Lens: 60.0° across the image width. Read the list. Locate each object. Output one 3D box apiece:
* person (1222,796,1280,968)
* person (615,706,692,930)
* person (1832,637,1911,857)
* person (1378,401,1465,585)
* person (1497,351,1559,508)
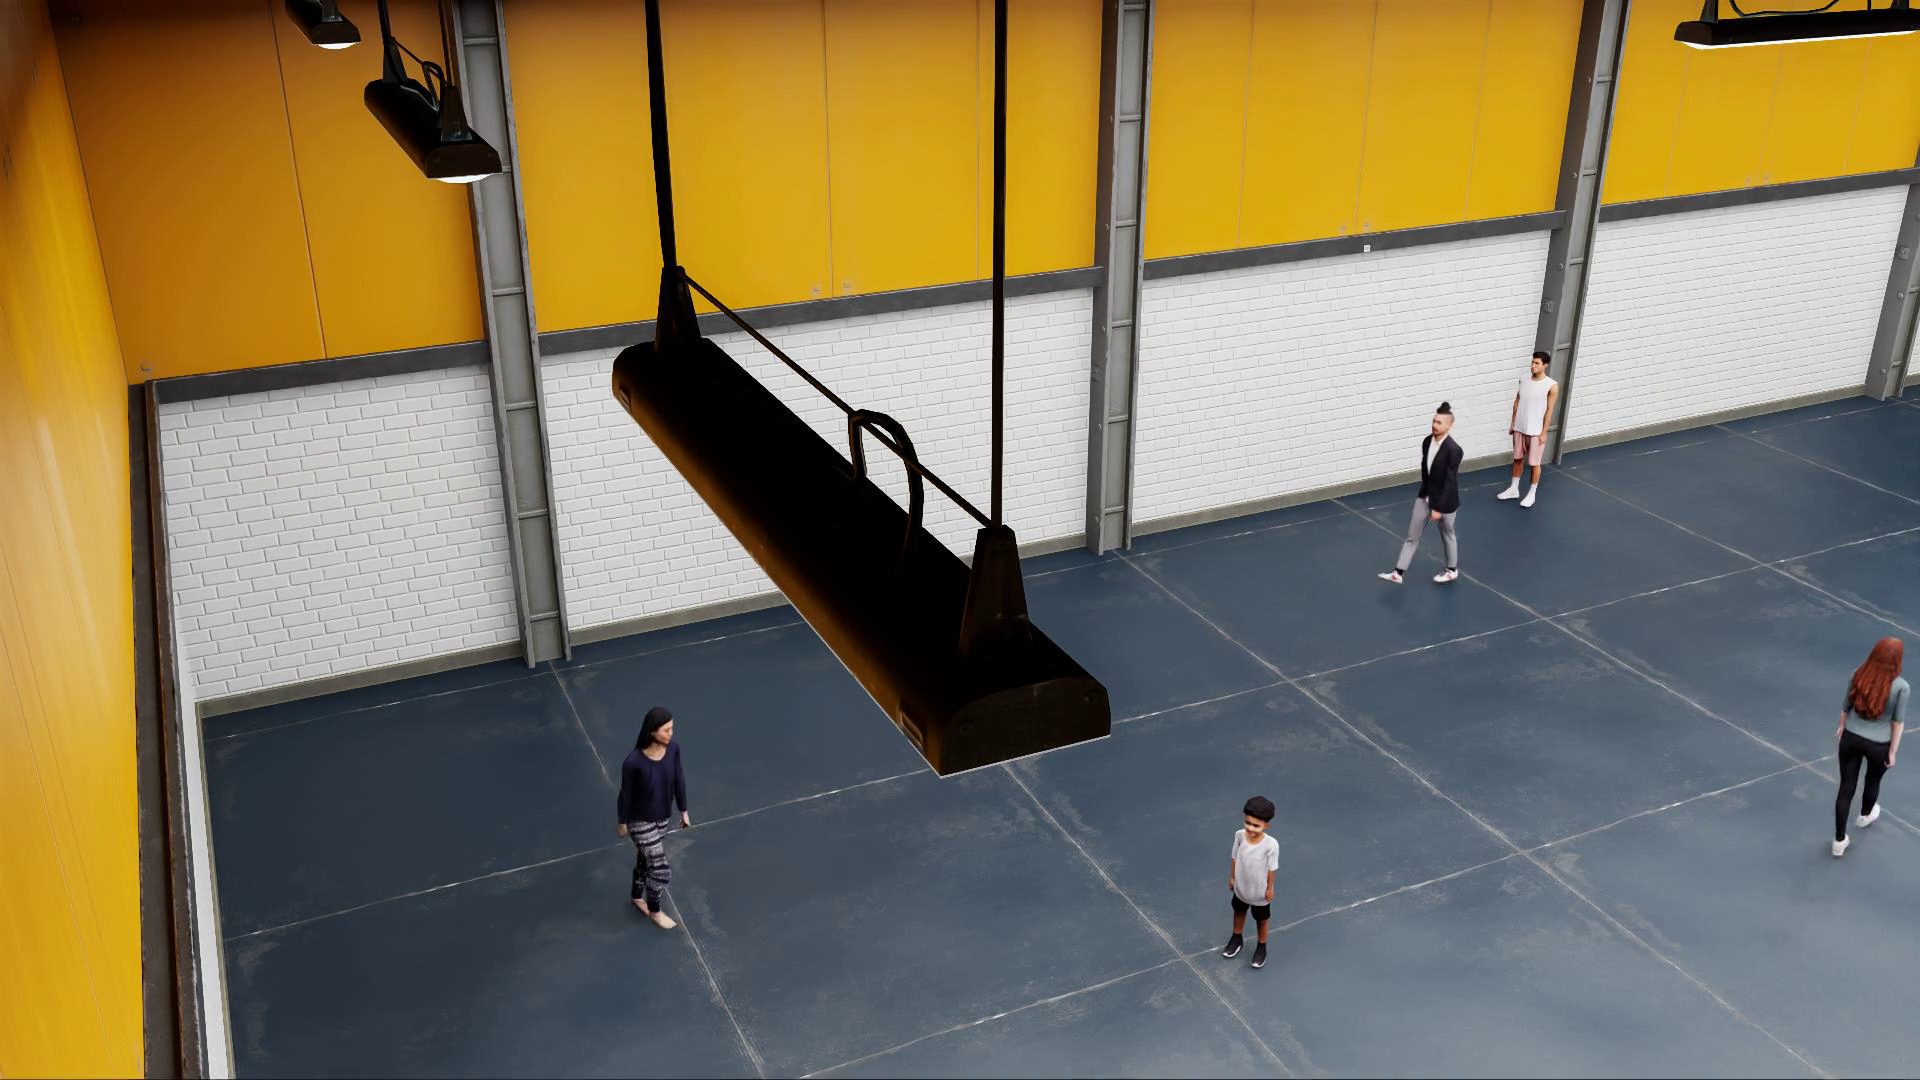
[{"bbox_3d":[1.979,2.277,11.217,0.560,1.256,0.598,15,28,30],"label":"person"},{"bbox_3d":[-2.212,1.894,11.548,0.843,1.693,0.803,20,31,38],"label":"person"},{"bbox_3d":[6.663,1.556,12.291,0.849,1.717,1.070,21,31,39],"label":"person"},{"bbox_3d":[4.856,-0.432,16.606,1.145,1.904,0.741,-12,26,-26],"label":"person"},{"bbox_3d":[6.414,-1.265,18.655,0.640,1.789,0.682,-17,29,-34],"label":"person"}]
